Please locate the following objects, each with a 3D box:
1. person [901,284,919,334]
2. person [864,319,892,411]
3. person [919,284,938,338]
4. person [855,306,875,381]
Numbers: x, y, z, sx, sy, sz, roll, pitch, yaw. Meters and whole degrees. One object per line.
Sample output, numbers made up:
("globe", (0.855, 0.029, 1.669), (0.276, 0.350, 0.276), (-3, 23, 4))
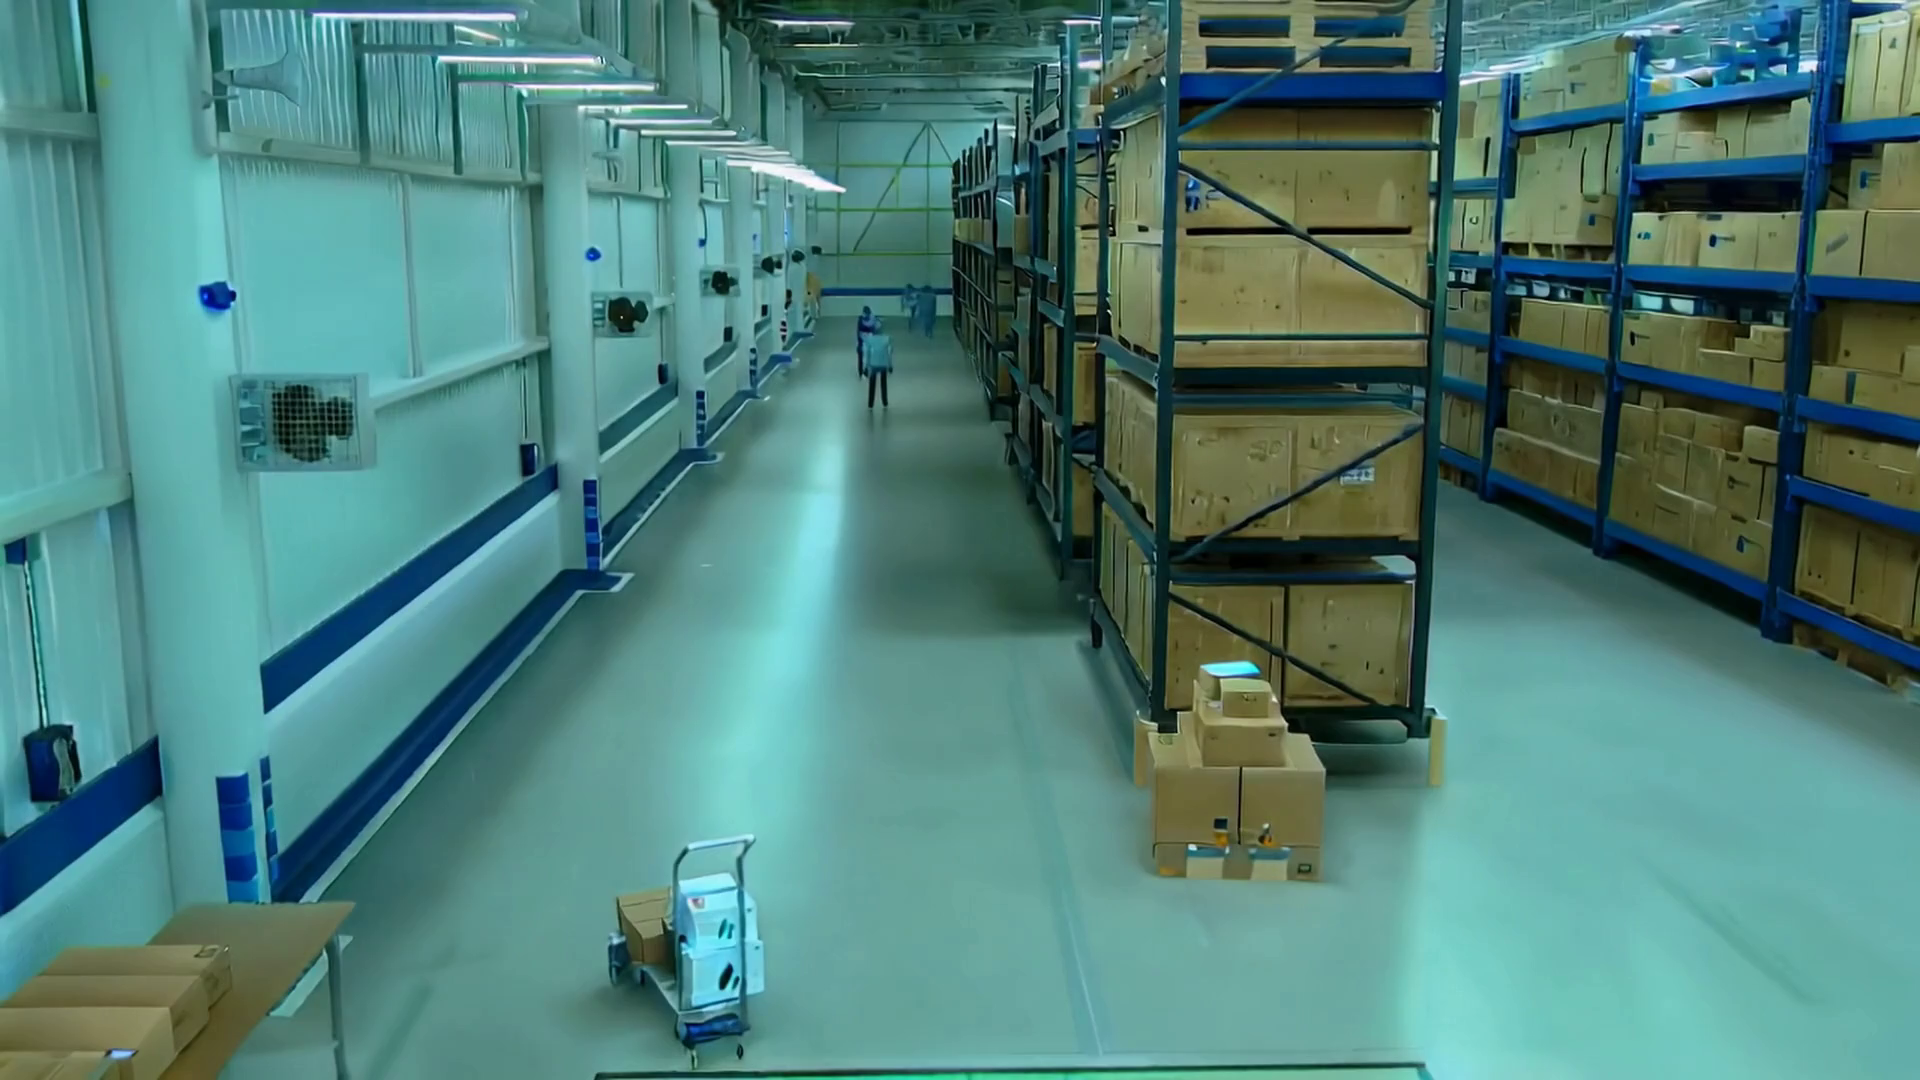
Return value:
("person", (-1.834, -8.366, 60.229), (0.587, 1.786, 0.949), (3, 11, 15))
("person", (-1.754, -3.739, 35.643), (0.618, 1.986, 0.407), (-1, 11, -6))
("person", (-1.087, -7.994, 58.032), (0.655, 1.884, 0.535), (0, 11, -2))
("person", (-2.395, -5.028, 42.557), (0.599, 1.908, 0.402), (-2, 11, -9))
